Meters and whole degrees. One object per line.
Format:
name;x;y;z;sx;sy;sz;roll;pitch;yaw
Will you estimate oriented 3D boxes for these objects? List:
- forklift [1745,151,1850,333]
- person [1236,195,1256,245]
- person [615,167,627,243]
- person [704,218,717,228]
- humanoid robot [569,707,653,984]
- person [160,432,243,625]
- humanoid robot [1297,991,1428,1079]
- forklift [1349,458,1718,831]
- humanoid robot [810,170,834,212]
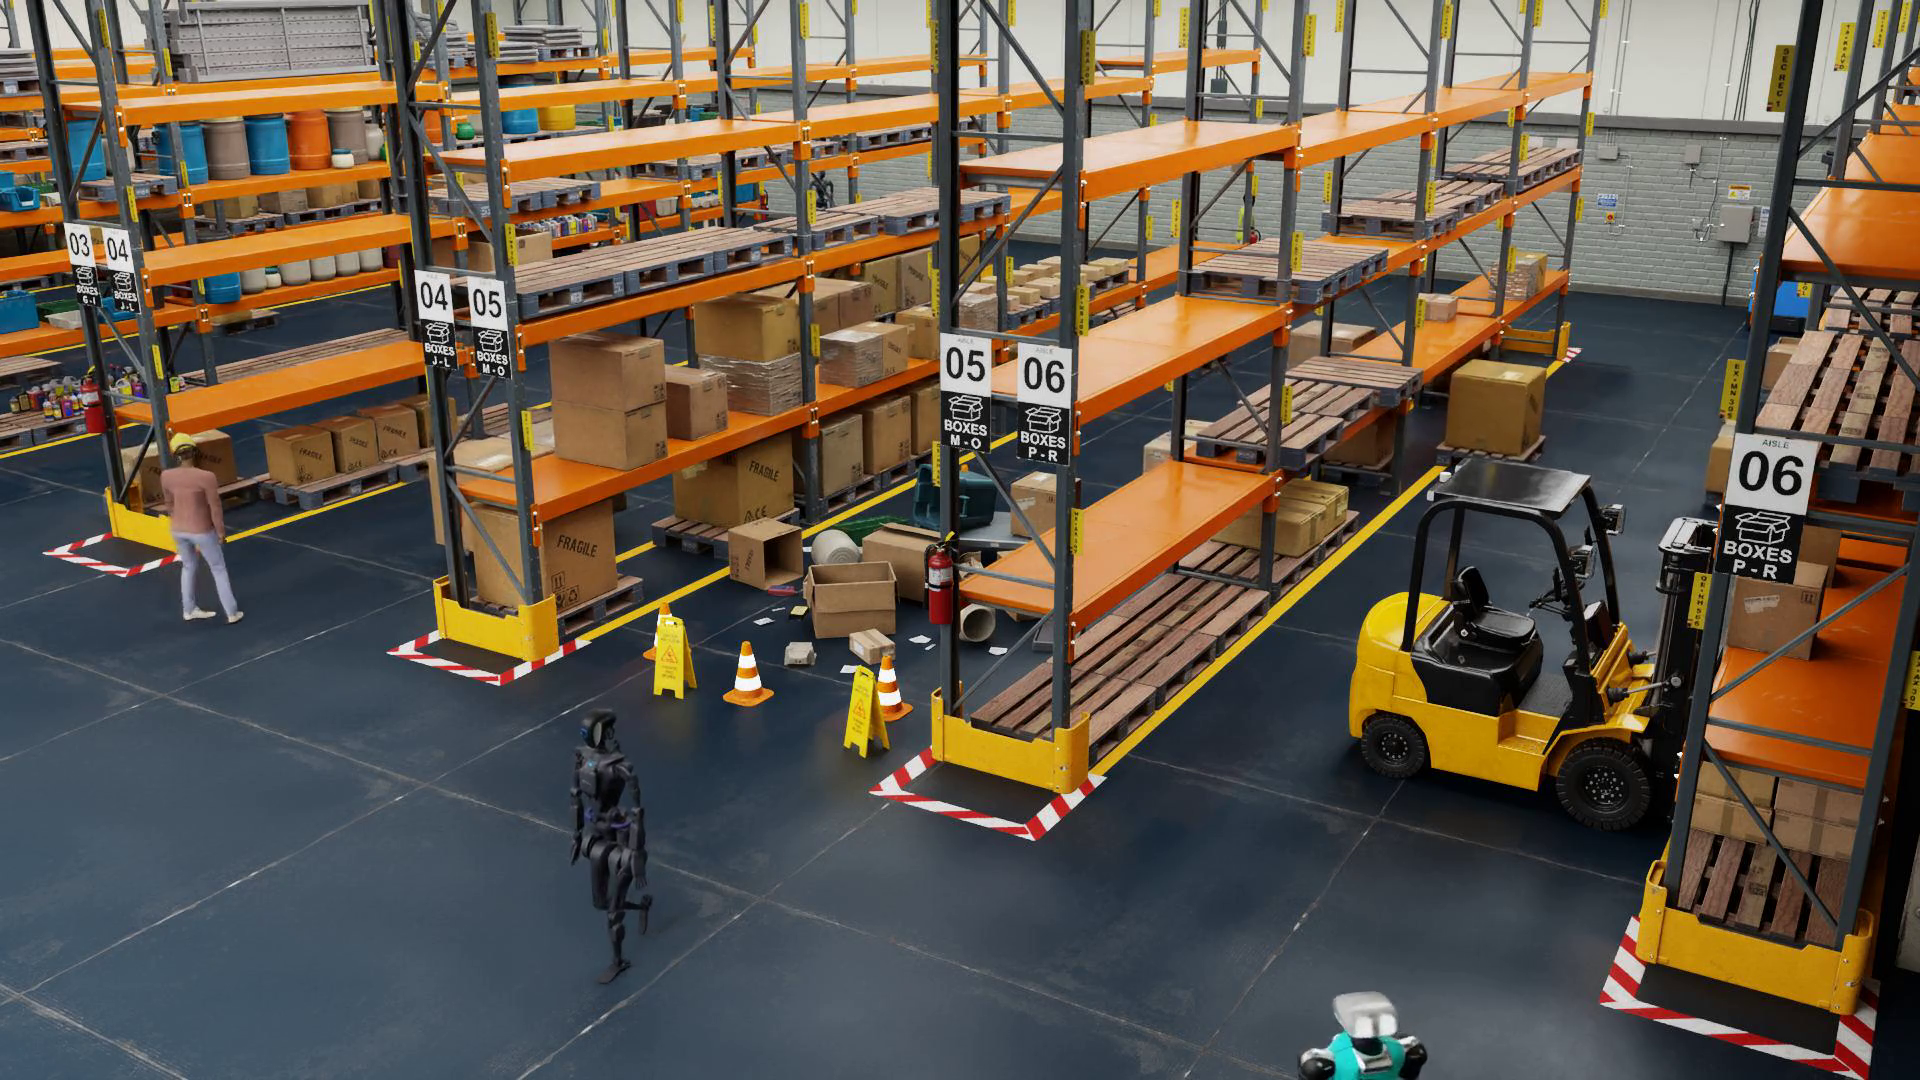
forklift;13.620;-4.667;26.137;1.873;2.768;1.129;11;22;29
person;5.208;-5.501;30.347;0.321;1.686;0.537;-2;19;-6
person;-7.085;-7.044;34.651;0.397;1.783;0.525;13;23;32
person;-5.239;-7.063;34.865;0.491;1.688;0.348;-6;20;-16
humanoid robot;-1.943;1.704;9.564;0.599;1.640;0.593;12;23;32
person;-6.712;-0.092;14.643;0.541;1.728;0.396;2;19;6
humanoid robot;1.488;2.560;6.998;0.575;1.793;0.824;-5;20;-14
forklift;3.988;0.658;11.776;2.313;2.155;1.214;11;22;29
humanoid robot;-2.870;-6.850;34.260;0.586;1.643;0.405;-9;21;-25
